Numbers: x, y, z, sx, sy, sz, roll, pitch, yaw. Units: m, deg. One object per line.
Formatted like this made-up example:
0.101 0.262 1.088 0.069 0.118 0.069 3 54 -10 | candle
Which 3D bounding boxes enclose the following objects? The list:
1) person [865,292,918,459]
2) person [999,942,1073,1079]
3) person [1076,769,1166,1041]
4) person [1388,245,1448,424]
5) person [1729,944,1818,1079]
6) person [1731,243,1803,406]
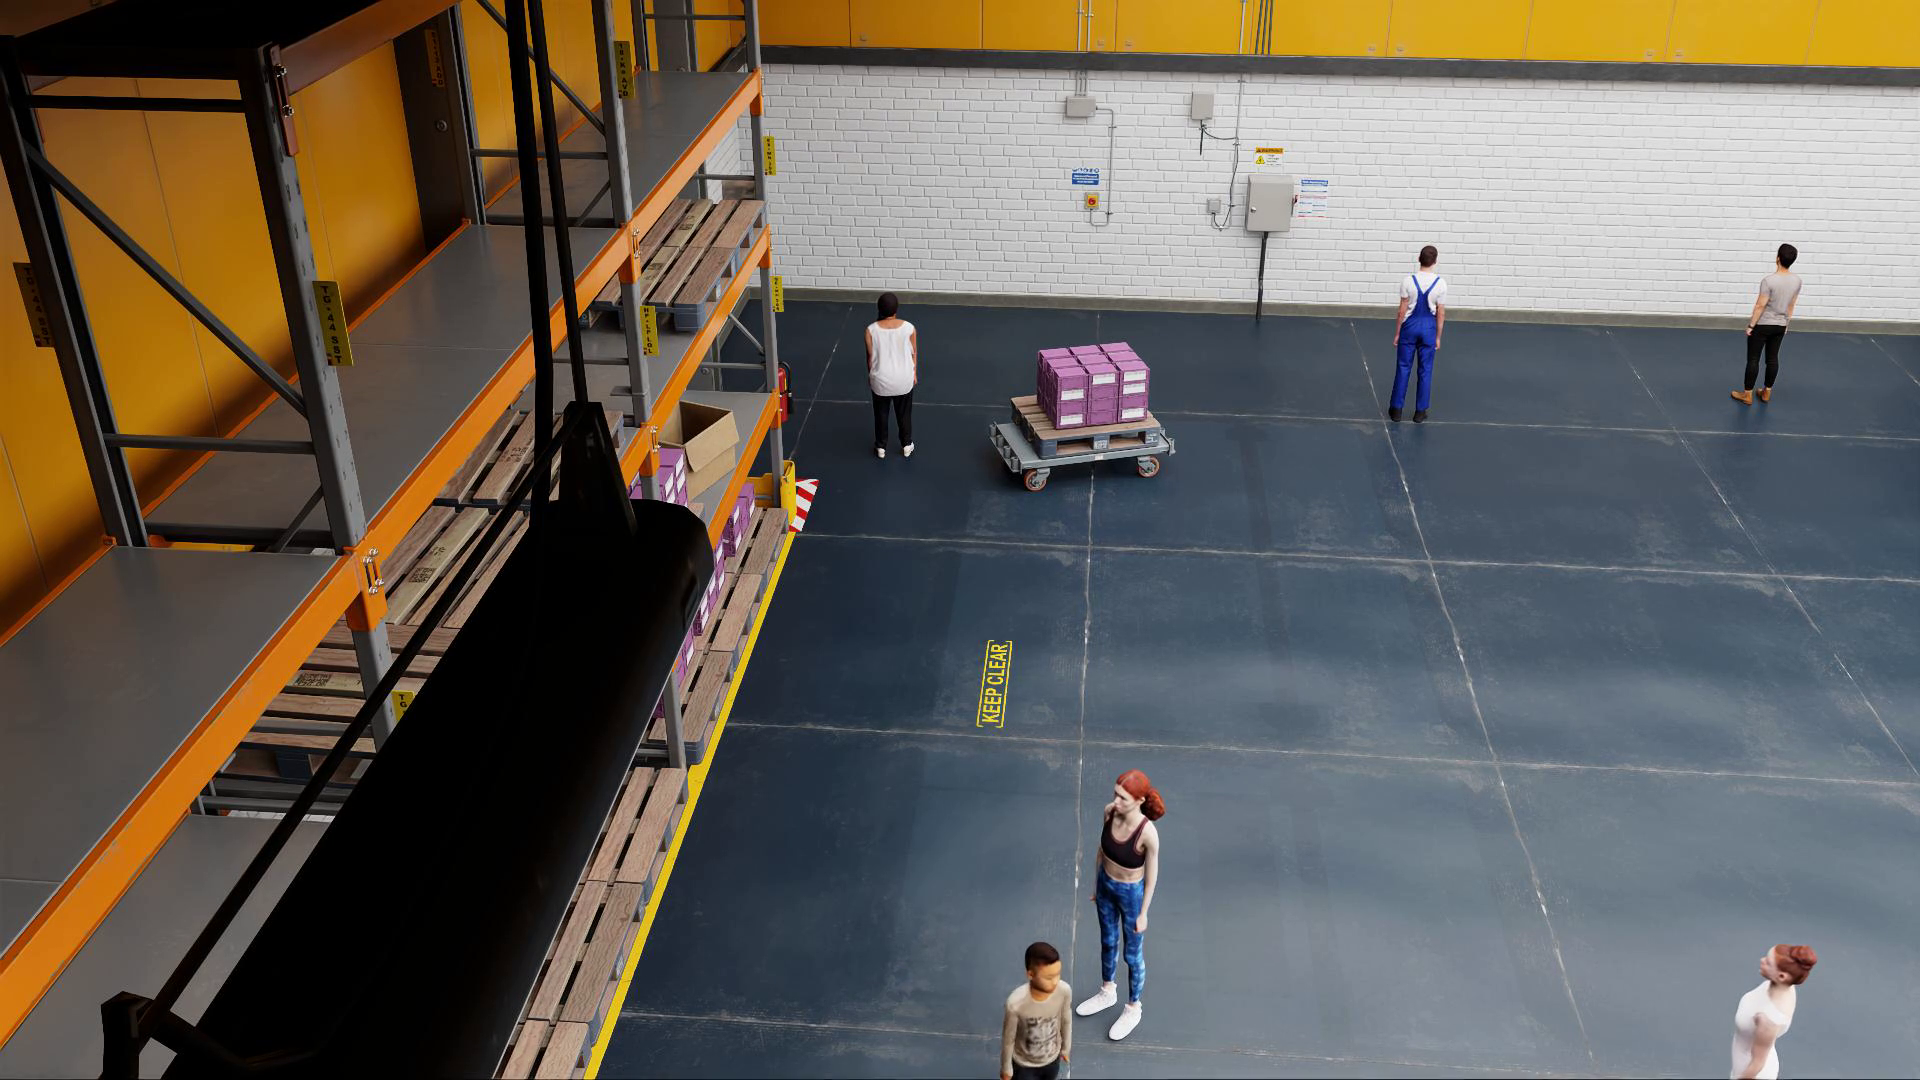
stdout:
-0.674 -1.618 16.234 0.687 1.688 0.647 -2 29 -3 | person
0.361 2.643 8.678 0.822 1.444 0.978 -12 31 -20 | person
0.923 2.043 9.422 0.748 1.785 0.689 -23 36 -36 | person
4.663 -2.106 16.960 0.663 1.849 0.611 7 29 12 | person
3.935 2.675 8.256 0.701 1.791 0.570 17 33 28 | person
8.459 -2.263 17.381 0.653 1.722 0.595 -4 29 -7 | person
